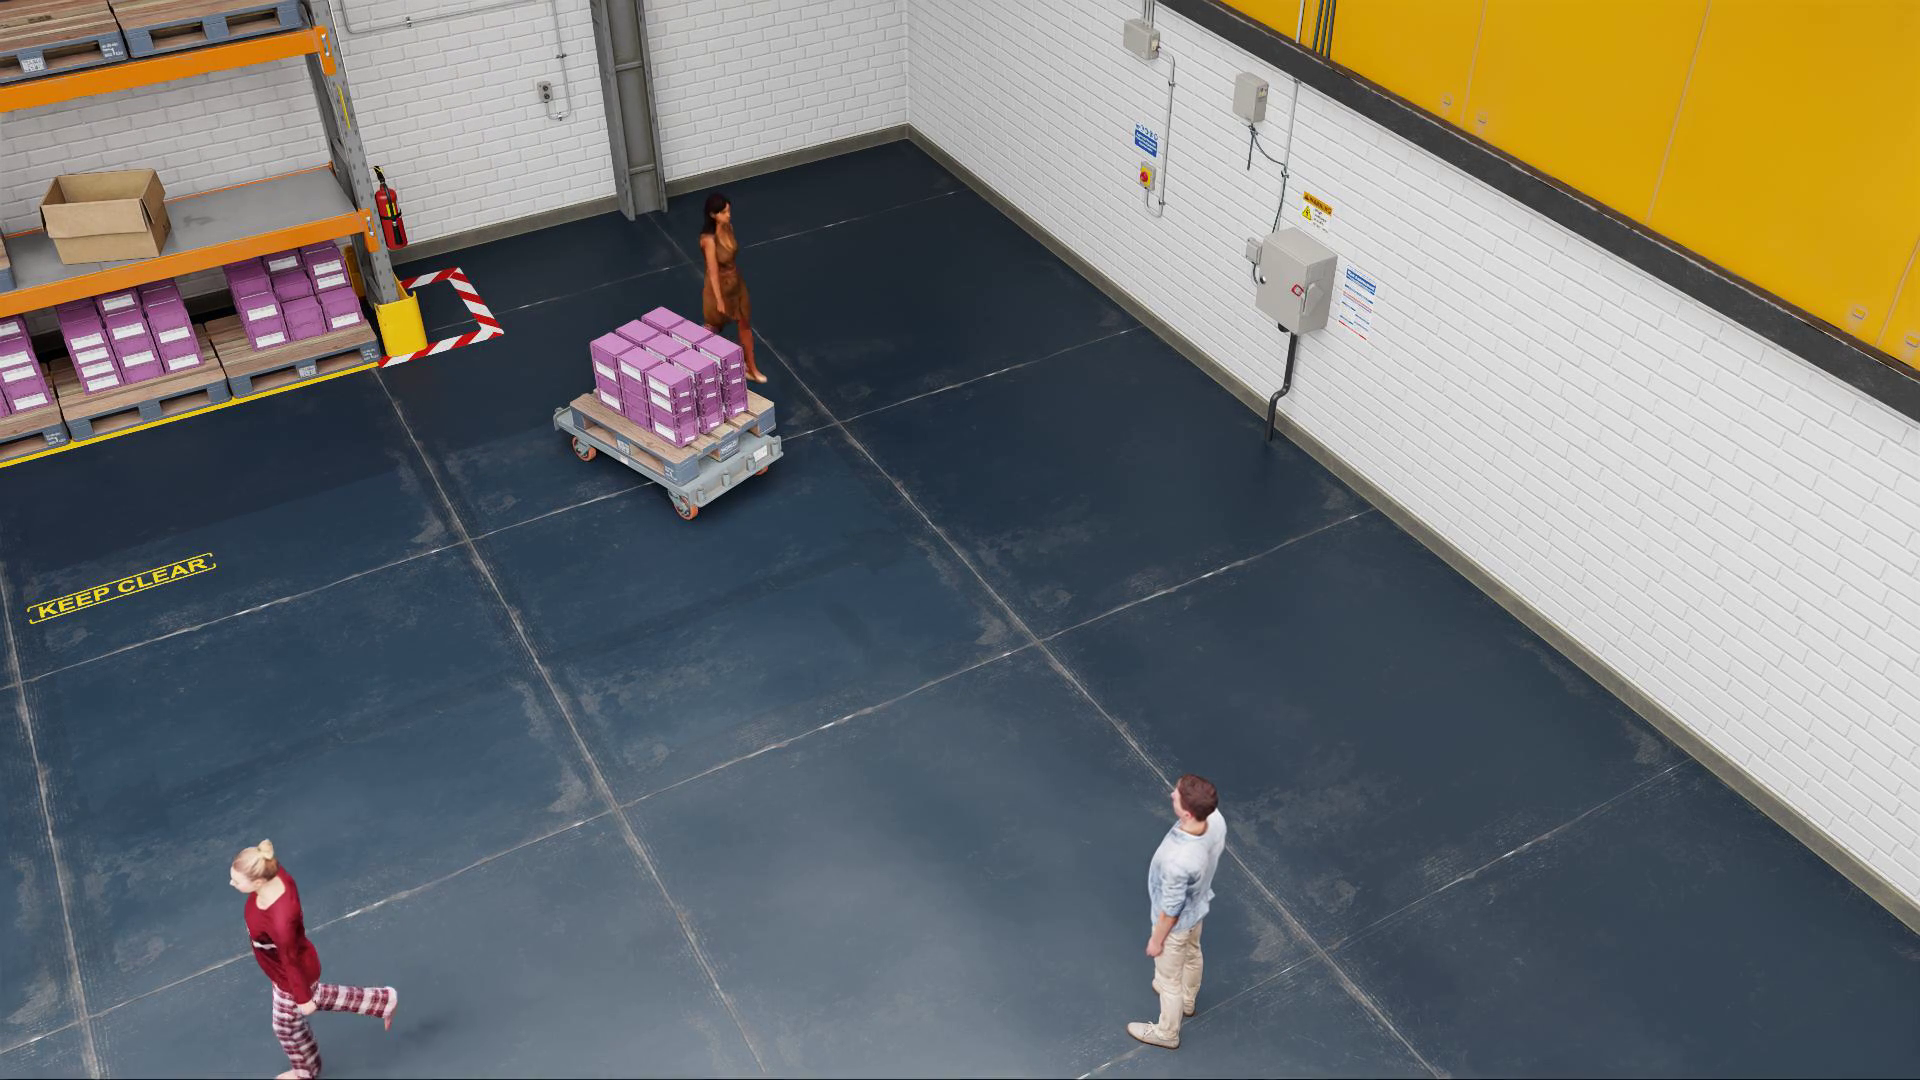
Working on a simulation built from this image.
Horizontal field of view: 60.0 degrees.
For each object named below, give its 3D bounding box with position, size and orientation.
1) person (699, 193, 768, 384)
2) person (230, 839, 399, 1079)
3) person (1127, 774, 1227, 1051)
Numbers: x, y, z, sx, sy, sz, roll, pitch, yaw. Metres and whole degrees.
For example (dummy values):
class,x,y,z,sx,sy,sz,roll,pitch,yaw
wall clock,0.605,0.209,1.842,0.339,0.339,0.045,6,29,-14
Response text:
class,x,y,z,sx,sy,sz,roll,pitch,yaw
person,-1.950,-1.982,13.229,1.010,1.665,1.032,14,41,17
person,-3.198,2.059,8.155,0.905,1.682,0.651,-18,42,-21
person,1.102,1.848,8.287,0.794,1.848,0.662,21,43,24
